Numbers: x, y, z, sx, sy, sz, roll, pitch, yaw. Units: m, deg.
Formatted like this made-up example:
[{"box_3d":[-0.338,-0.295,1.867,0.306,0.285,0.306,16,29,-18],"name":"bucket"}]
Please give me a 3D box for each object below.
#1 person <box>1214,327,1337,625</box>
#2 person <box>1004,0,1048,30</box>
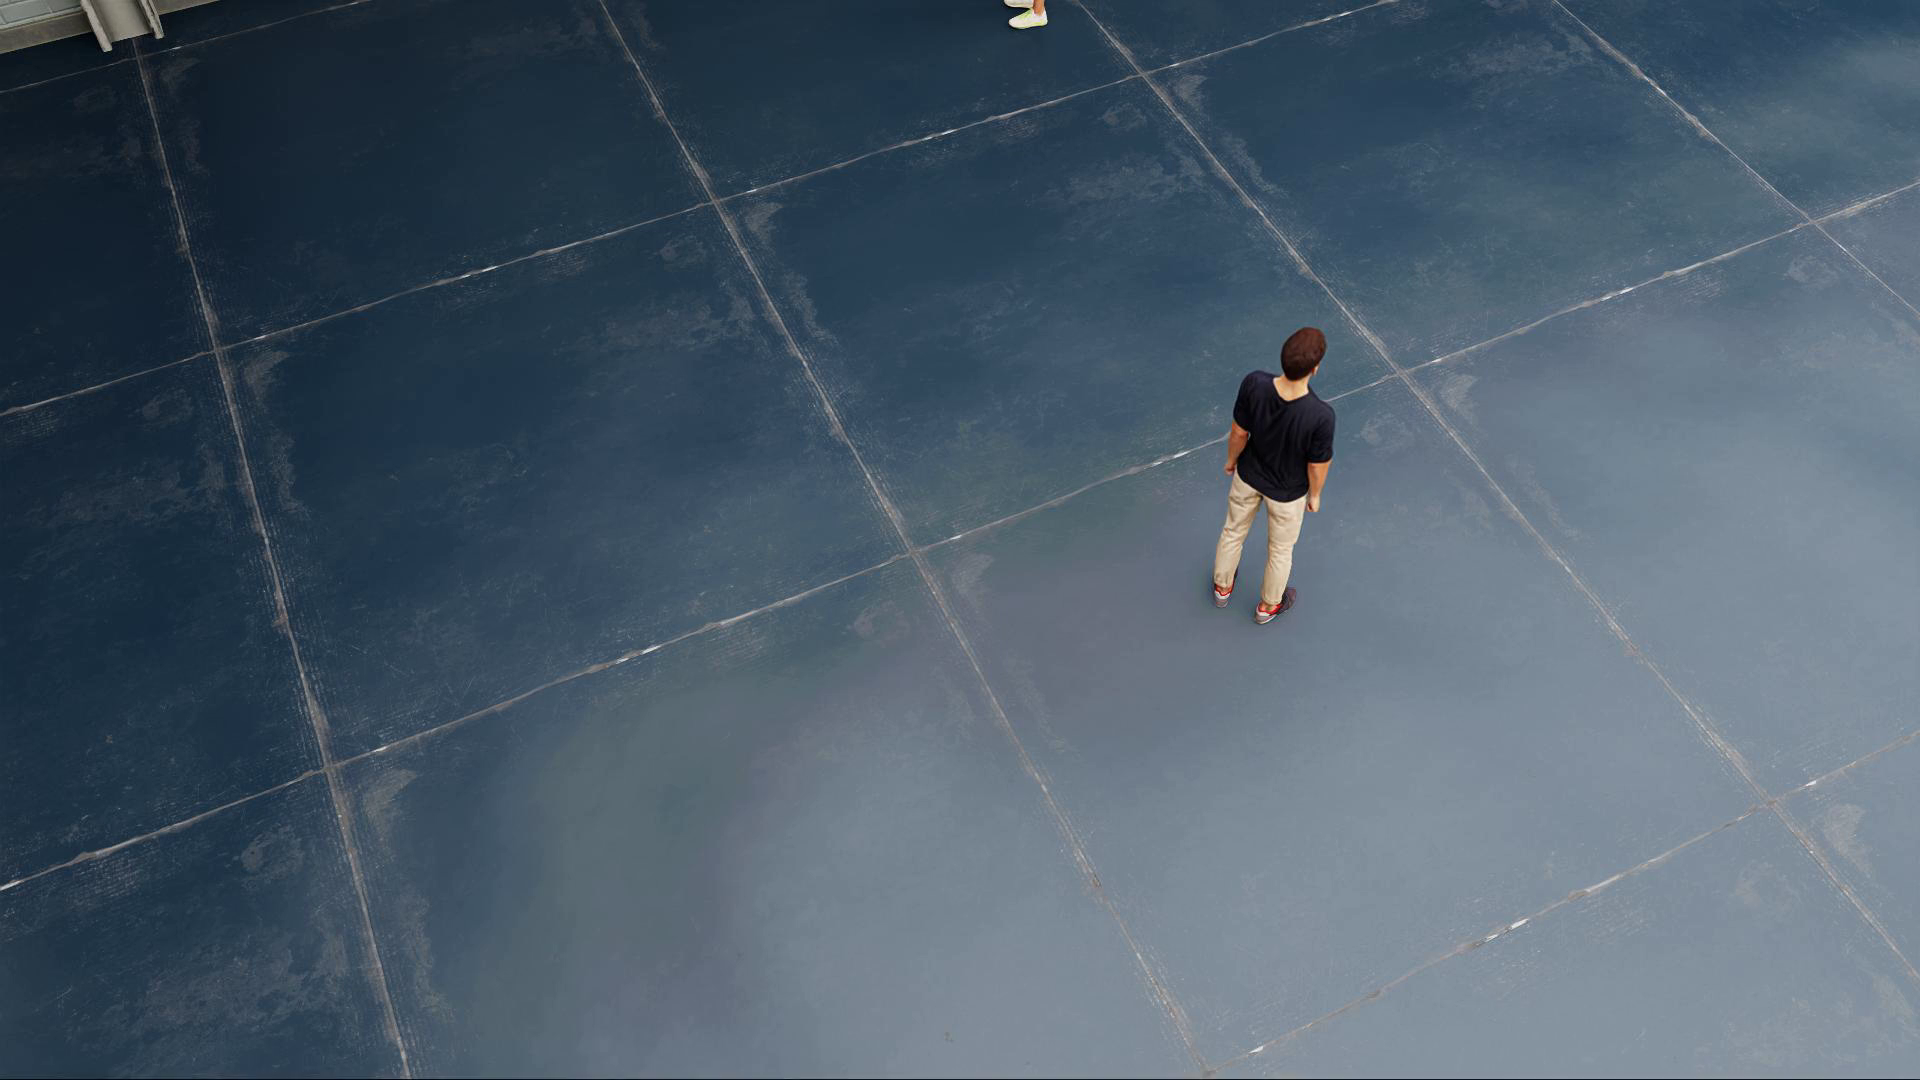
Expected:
[{"box_3d":[1.439,-0.279,7.658,0.712,1.858,0.715,27,57,19],"name":"person"},{"box_3d":[0.464,-4.133,10.686,0.650,1.789,0.656,-2,52,-2],"name":"person"}]
